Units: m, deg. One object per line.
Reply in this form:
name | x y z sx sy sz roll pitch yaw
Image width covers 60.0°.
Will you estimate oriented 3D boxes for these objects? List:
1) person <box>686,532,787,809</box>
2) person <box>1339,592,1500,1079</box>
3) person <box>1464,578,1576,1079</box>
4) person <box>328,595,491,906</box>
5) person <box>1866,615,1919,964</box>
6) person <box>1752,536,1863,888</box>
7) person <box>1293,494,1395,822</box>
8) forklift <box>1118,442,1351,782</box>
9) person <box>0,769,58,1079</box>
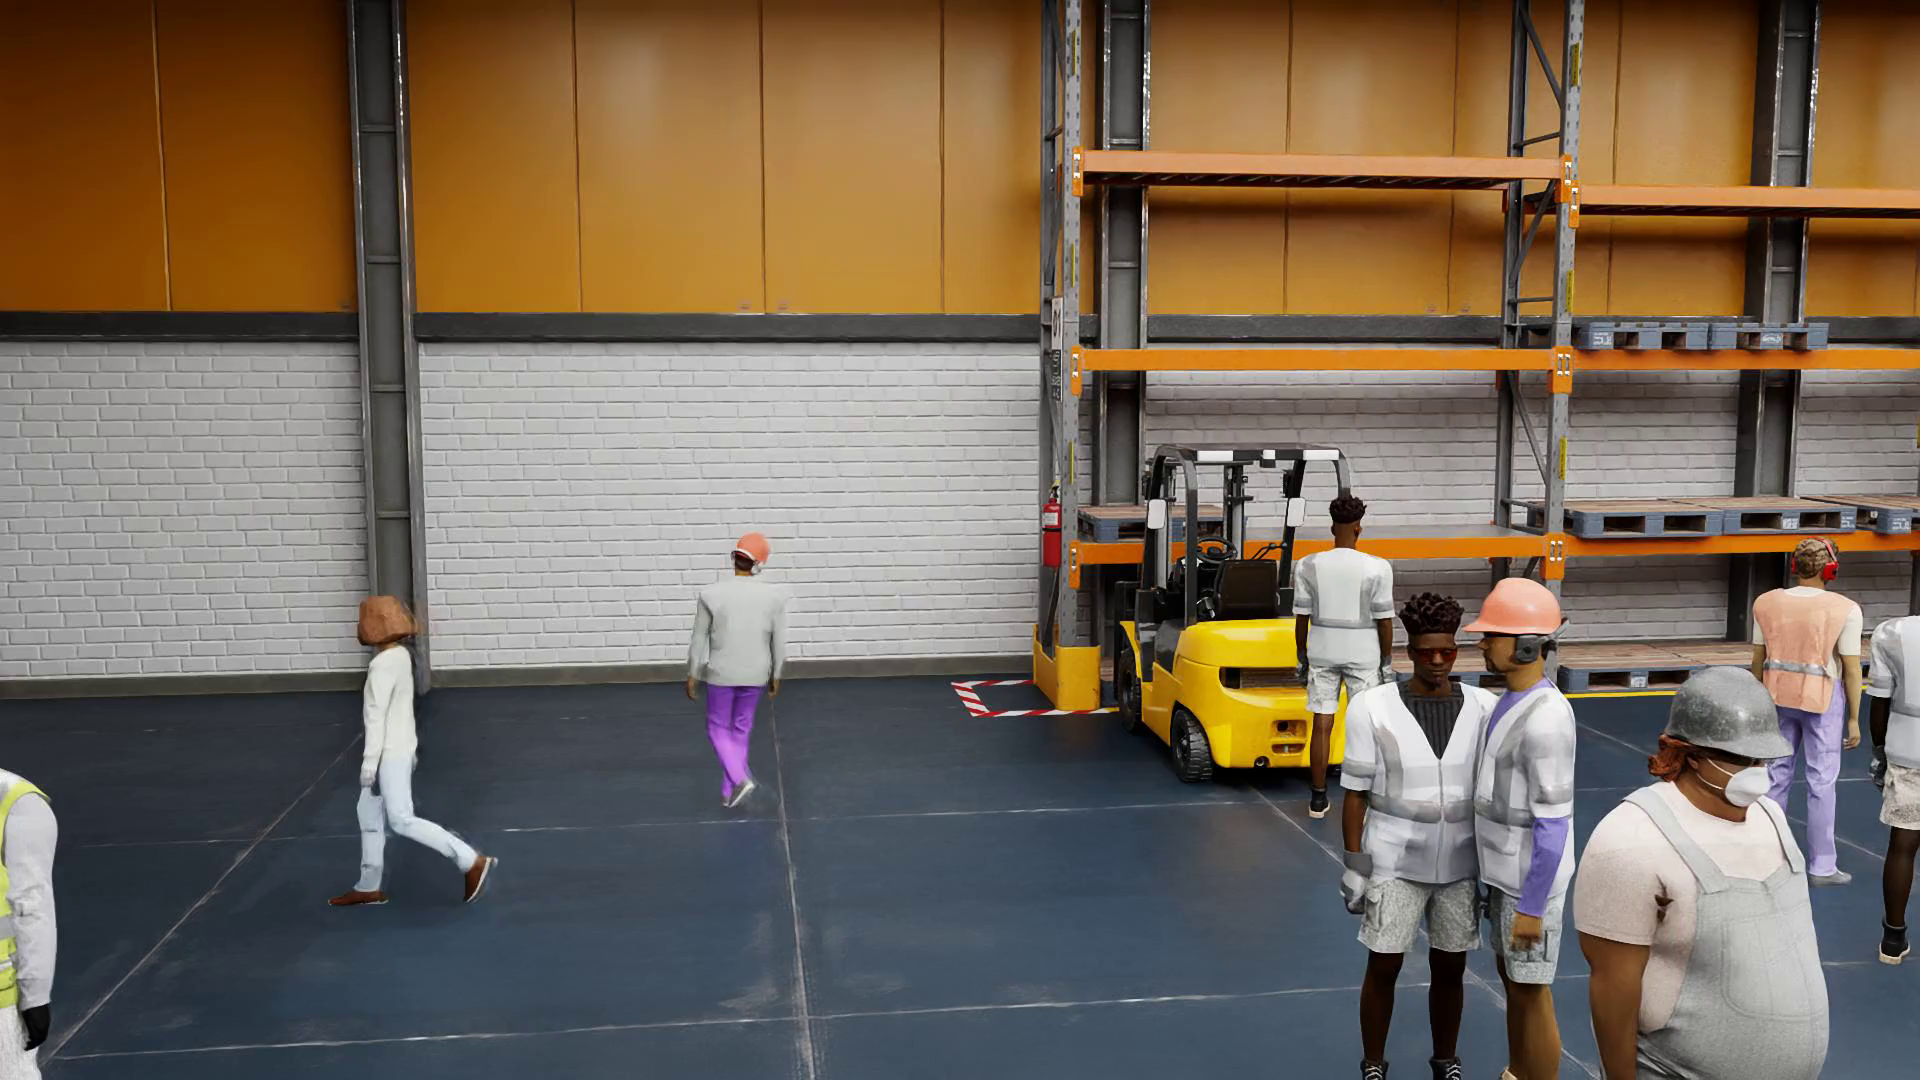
person | -1.358 0.810 10.175 0.609 1.711 0.546 -2 7 -20
person | 1.677 1.157 6.013 0.613 1.965 0.361 0 7 -3
person | 1.921 1.146 5.769 0.385 2.045 0.605 1 7 8
person | -2.794 1.069 8.375 0.747 1.601 0.497 -1 7 -12
person | 4.438 0.983 7.535 0.606 1.966 0.367 6 9 42
person | 4.452 0.901 8.776 0.390 1.847 0.563 -5 8 -39
person | 2.301 0.706 9.969 0.603 1.964 0.368 3 7 25
forklift | 1.912 0.418 11.496 1.214 2.155 2.313 -1 7 -8
person | -2.997 1.349 4.939 0.635 1.832 0.429 0 7 2
